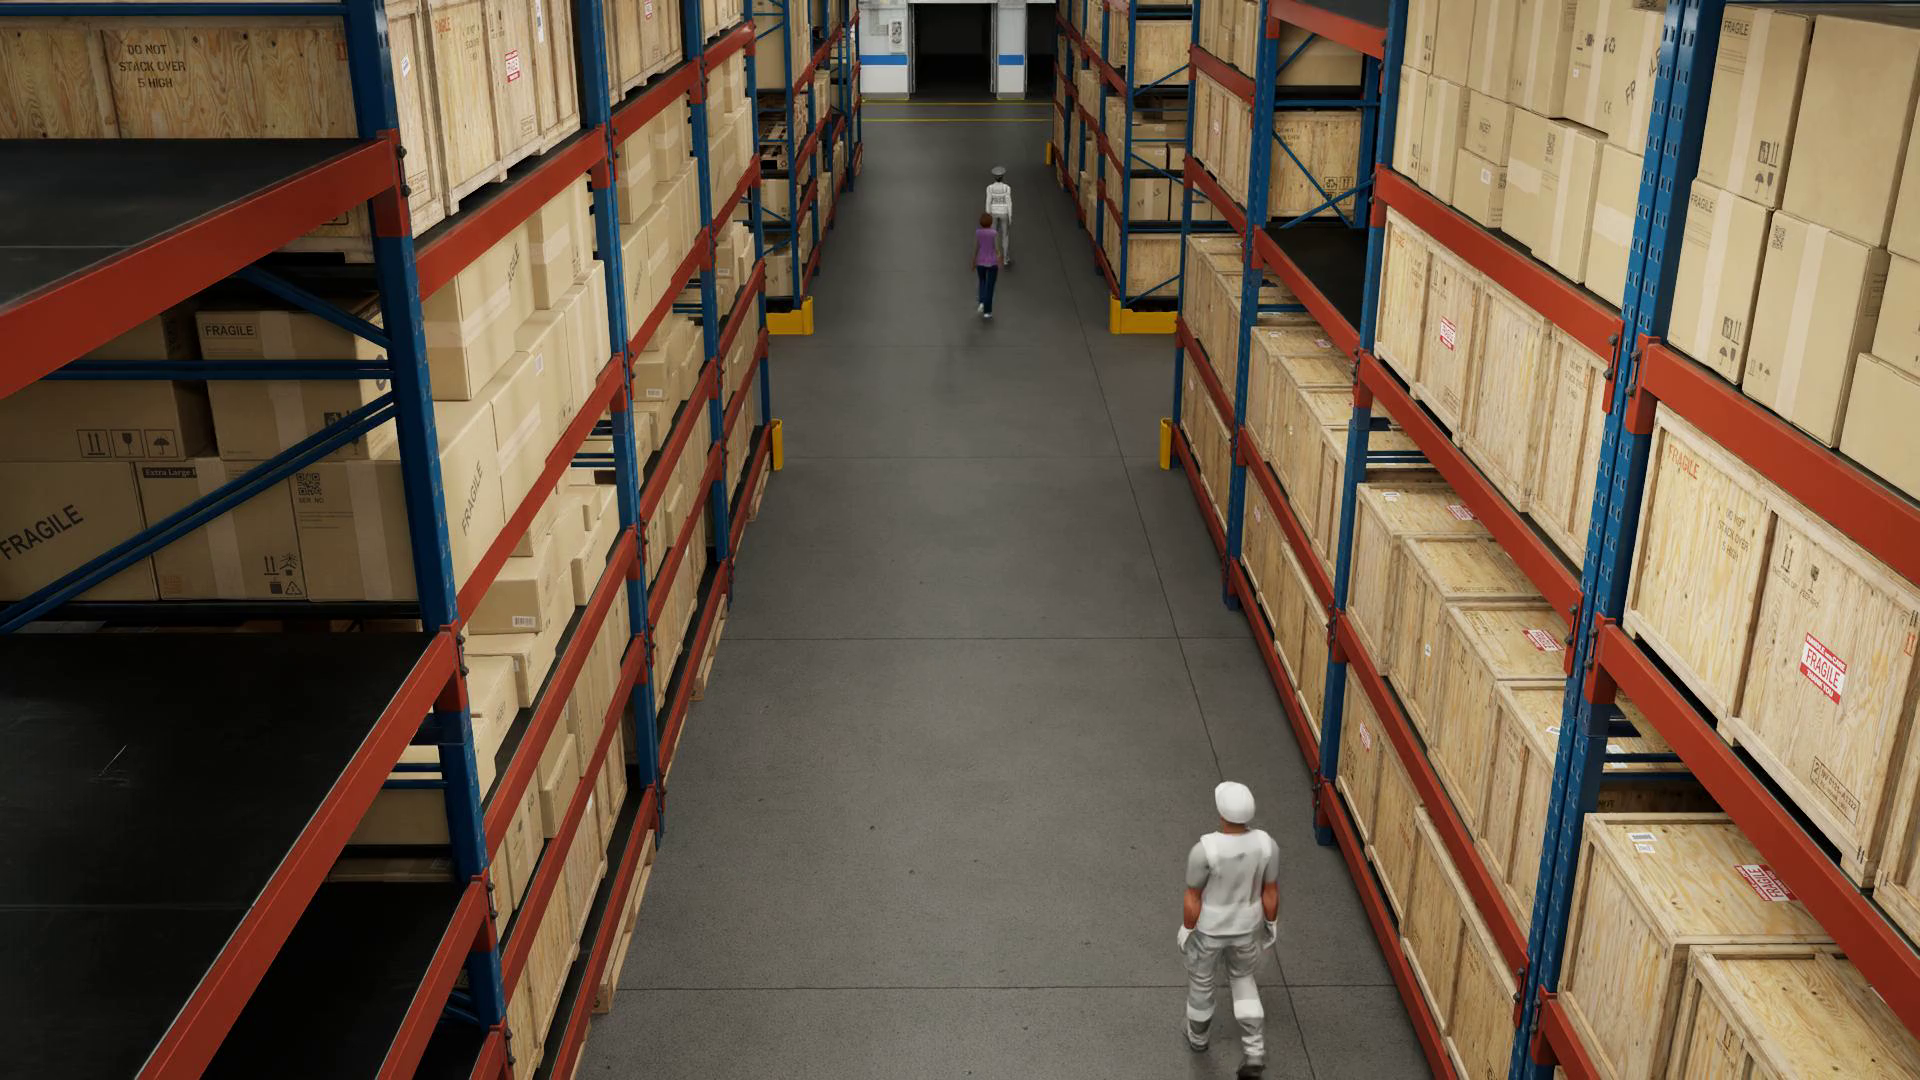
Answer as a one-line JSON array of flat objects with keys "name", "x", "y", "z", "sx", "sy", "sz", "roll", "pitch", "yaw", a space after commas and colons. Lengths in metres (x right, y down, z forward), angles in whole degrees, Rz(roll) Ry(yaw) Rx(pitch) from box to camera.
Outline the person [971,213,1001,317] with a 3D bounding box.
[{"name": "person", "x": 0.424, "y": -4.198, "z": 25.335, "sx": 0.457, "sy": 1.599, "sz": 0.422, "roll": 6, "pitch": 22, "yaw": 16}]

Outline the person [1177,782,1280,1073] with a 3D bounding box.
[{"name": "person", "x": 1.460, "y": 2.105, "z": 9.123, "sx": 0.549, "sy": 1.791, "sz": 0.699, "roll": -4, "pitch": 22, "yaw": -9}]

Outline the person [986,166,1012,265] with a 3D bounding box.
[{"name": "person", "x": 0.678, "y": -5.631, "z": 28.899, "sx": 0.457, "sy": 1.694, "sz": 0.358, "roll": 2, "pitch": 22, "yaw": 4}]
